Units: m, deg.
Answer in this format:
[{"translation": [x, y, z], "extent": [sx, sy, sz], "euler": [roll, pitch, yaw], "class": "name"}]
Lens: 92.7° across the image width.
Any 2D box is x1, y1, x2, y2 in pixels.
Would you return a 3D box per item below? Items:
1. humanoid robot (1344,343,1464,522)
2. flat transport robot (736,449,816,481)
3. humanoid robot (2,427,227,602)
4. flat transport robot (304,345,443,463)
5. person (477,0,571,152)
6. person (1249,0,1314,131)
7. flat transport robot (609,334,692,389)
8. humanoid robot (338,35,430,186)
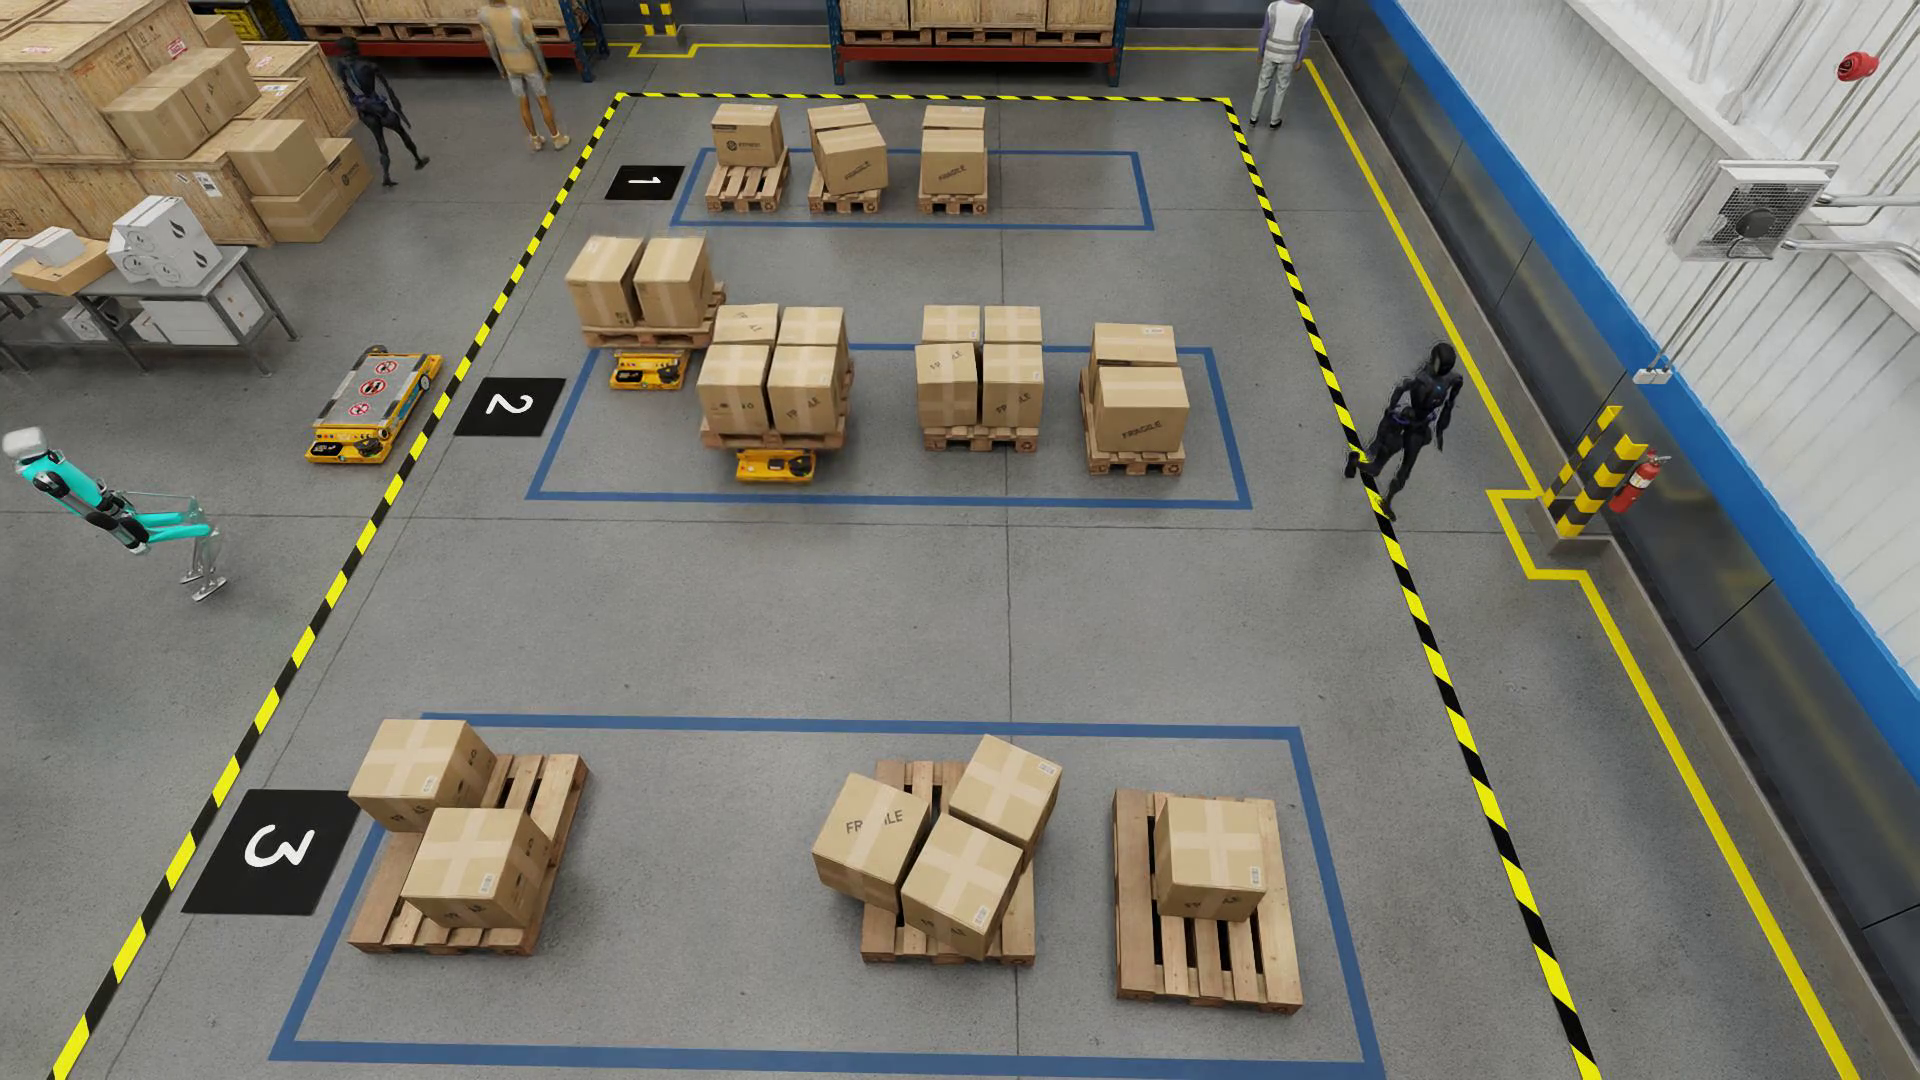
[{"translation": [3.518, -0.905, 7.219], "extent": [0.604, 1.644, 0.573], "euler": [-7, 50, -6], "class": "humanoid robot"}, {"translation": [-1.585, -1.111, 8.289], "extent": [0.652, 0.197, 1.431], "euler": [1, 50, 1], "class": "flat transport robot"}, {"translation": [-5.792, -0.237, 6.517], "extent": [0.735, 1.677, 0.533], "euler": [-37, 59, -27], "class": "humanoid robot"}, {"translation": [-5.383, -1.269, 8.441], "extent": [0.659, 0.231, 1.431], "euler": [1, 50, 1], "class": "flat transport robot"}, {"translation": [-5.291, -5.751, 11.072], "extent": [0.611, 2.041, 0.391], "euler": [1, 50, 1], "class": "person"}, {"translation": [4.033, -6.101, 11.505], "extent": [0.599, 1.828, 0.404], "euler": [21, 53, 17], "class": "person"}, {"translation": [-2.964, -2.029, 9.065], "extent": [0.652, 0.197, 1.431], "euler": [1, 50, 1], "class": "flat transport robot"}, {"translation": [-6.840, -5.014, 10.734], "extent": [0.608, 1.649, 0.782], "euler": [3, 50, 3], "class": "humanoid robot"}]
